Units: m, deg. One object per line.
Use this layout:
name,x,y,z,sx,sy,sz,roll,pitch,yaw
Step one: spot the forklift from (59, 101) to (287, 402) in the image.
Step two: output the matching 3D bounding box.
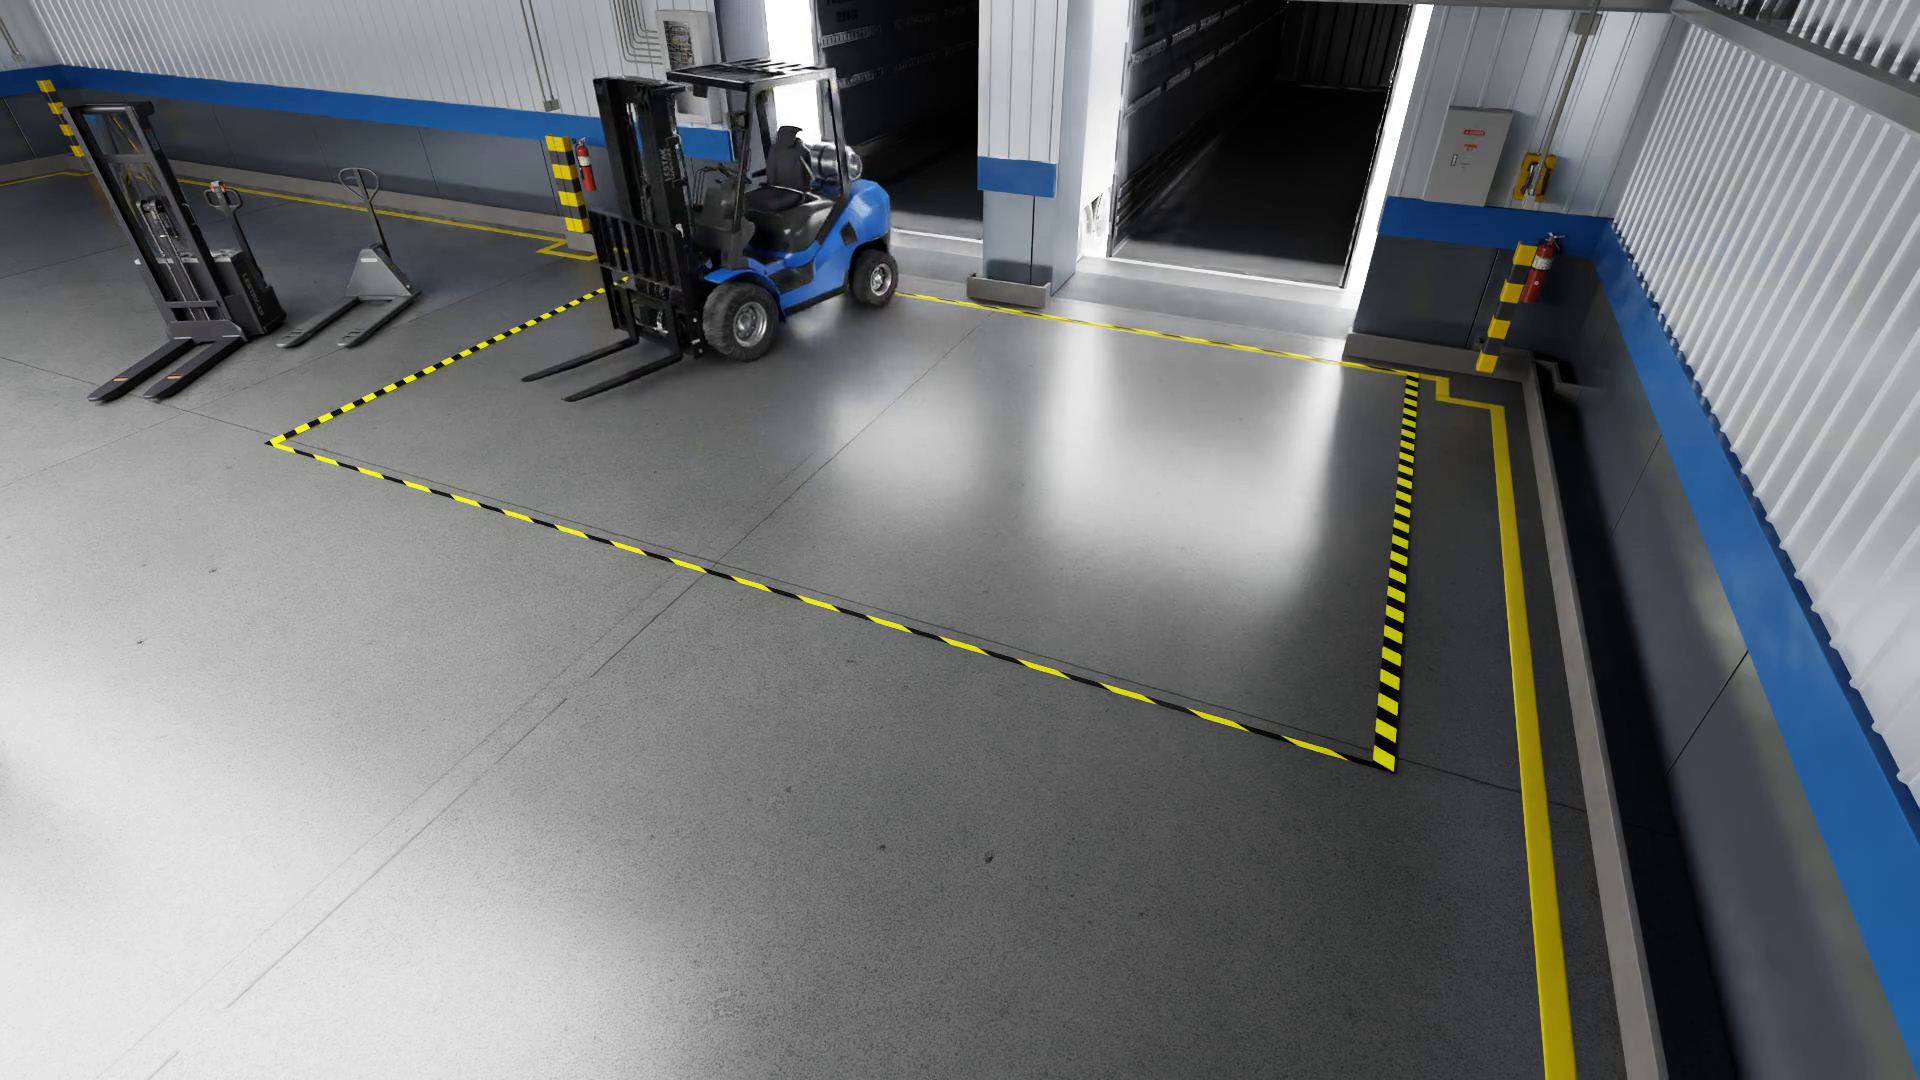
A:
forklift,-6.686,-2.387,7.434,0.823,1.965,1.885,-3,35,-5

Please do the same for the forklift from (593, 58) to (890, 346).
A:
forklift,-1.811,-3.095,8.132,1.157,2.036,2.680,23,41,30

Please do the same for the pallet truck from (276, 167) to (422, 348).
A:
pallet truck,-5.732,-2.611,8.414,0.680,1.201,1.601,-1,35,-1
